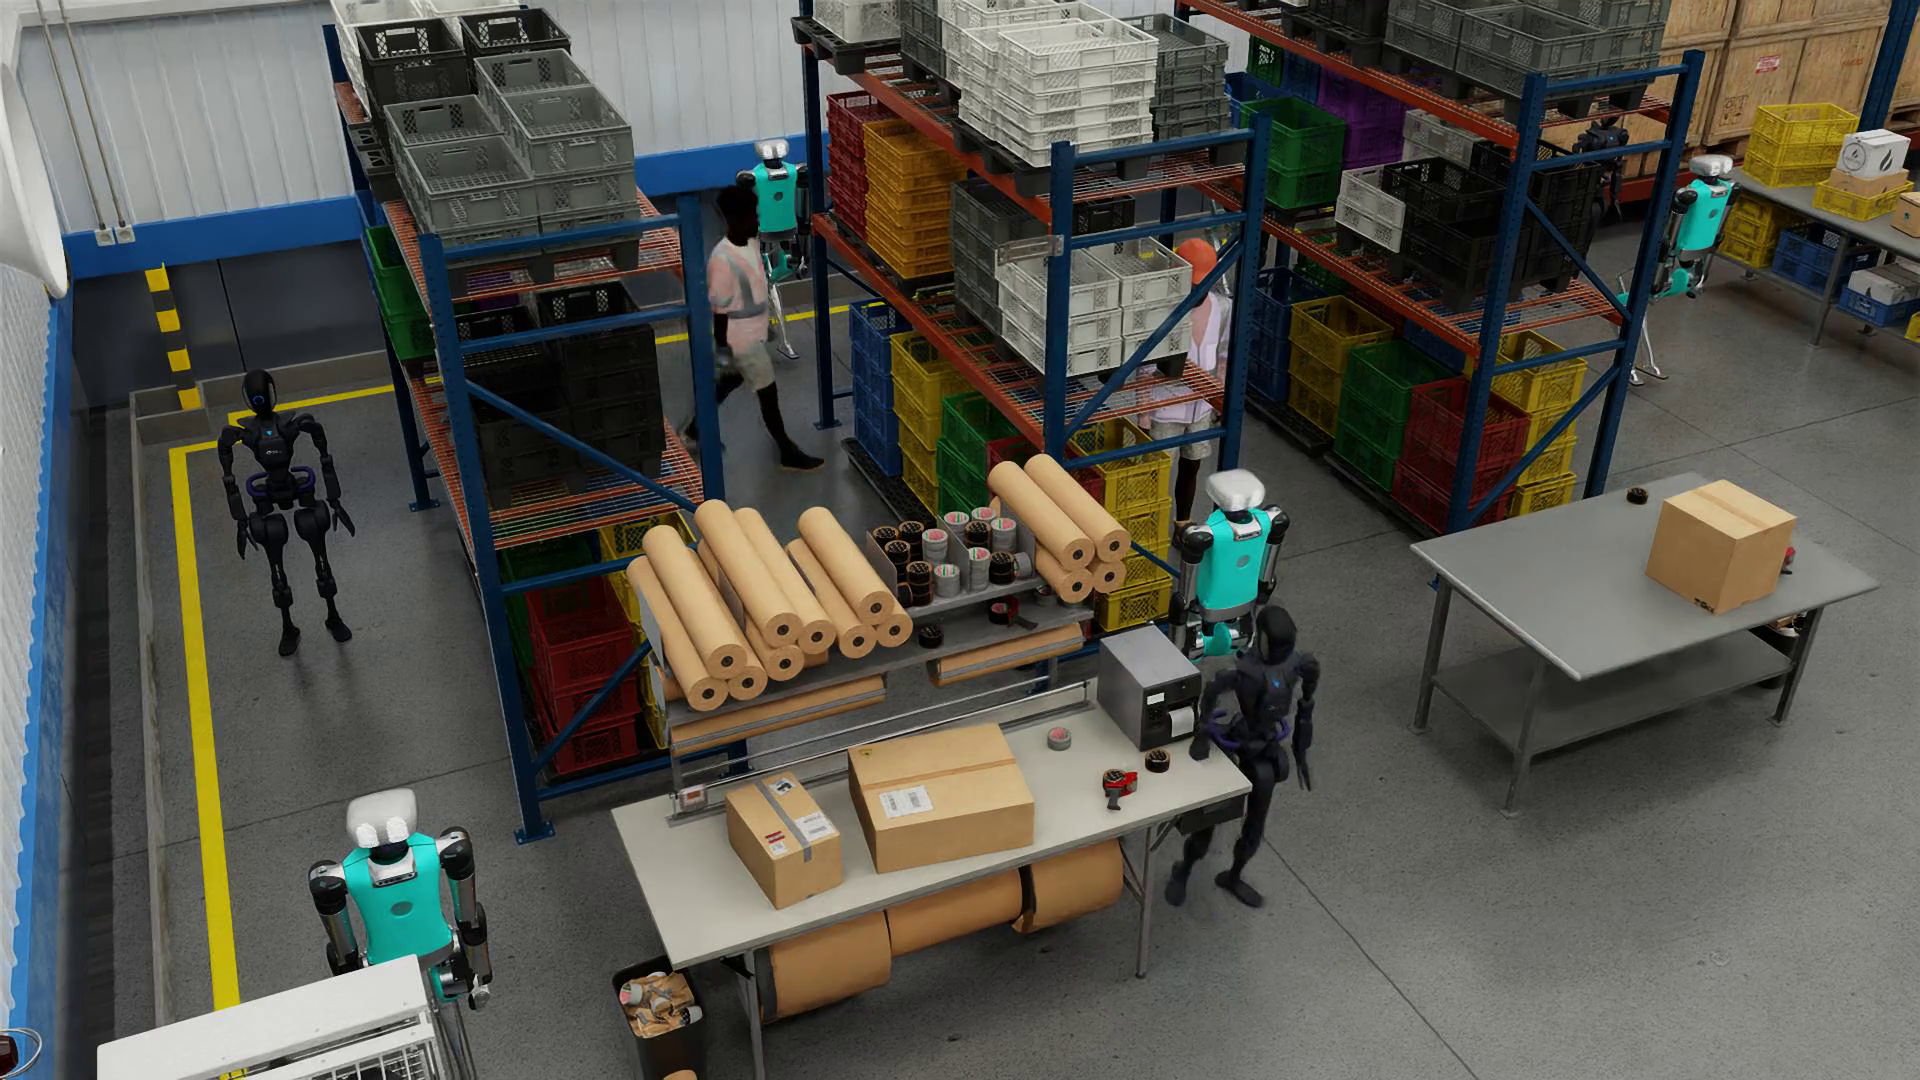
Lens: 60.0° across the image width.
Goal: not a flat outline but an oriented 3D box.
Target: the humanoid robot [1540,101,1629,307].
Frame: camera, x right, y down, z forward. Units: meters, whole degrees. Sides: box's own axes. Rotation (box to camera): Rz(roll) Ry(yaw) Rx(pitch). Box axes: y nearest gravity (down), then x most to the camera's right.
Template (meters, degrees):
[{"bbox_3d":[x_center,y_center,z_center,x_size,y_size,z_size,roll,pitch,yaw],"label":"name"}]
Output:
[{"bbox_3d":[4.872,-2.633,12.891,0.599,1.655,0.315,-13,34,-20],"label":"humanoid robot"}]

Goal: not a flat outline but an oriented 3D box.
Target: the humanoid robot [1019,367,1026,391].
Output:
[{"bbox_3d":[0.608,-1.859,11.634,0.599,1.655,0.315,-13,34,-20],"label":"humanoid robot"}]

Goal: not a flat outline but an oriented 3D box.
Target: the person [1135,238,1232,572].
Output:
[{"bbox_3d":[1.275,-0.753,9.504,0.606,2.044,0.368,-13,34,-21],"label":"person"}]

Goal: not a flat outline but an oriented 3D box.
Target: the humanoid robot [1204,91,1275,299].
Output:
[{"bbox_3d":[2.179,-2.735,12.884,0.533,1.677,0.735,-13,34,-20],"label":"humanoid robot"}]

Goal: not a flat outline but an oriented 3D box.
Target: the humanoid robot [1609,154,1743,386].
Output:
[{"bbox_3d":[4.869,-1.925,11.568,0.533,1.677,0.735,-13,34,-20],"label":"humanoid robot"}]

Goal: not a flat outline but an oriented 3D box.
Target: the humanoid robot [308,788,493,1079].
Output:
[{"bbox_3d":[-2.001,1.473,6.050,0.533,1.677,0.735,-13,34,-20],"label":"humanoid robot"}]

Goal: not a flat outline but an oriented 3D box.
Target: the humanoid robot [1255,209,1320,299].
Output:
[{"bbox_3d":[2.539,-2.700,13.001,0.599,1.655,0.315,-13,34,-20],"label":"humanoid robot"}]

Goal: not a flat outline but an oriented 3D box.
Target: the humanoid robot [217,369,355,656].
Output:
[{"bbox_3d":[-3.571,-0.155,8.865,0.599,1.657,0.315,-13,34,-20],"label":"humanoid robot"}]

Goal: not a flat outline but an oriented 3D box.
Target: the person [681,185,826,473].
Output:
[{"bbox_3d":[-1.403,-1.344,10.583,0.997,1.925,0.607,5,32,8],"label":"person"}]

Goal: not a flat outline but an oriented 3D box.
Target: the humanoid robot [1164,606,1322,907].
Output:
[{"bbox_3d":[1.213,0.923,7.137,0.613,1.643,0.473,-9,33,-15],"label":"humanoid robot"}]

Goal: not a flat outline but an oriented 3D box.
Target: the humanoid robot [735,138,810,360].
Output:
[{"bbox_3d":[-1.376,-2.100,11.852,0.533,1.677,0.735,-13,34,-20],"label":"humanoid robot"}]

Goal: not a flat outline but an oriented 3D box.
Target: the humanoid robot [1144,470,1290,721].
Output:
[{"bbox_3d":[1.118,0.341,7.893,0.533,1.673,0.735,-13,34,-20],"label":"humanoid robot"}]
